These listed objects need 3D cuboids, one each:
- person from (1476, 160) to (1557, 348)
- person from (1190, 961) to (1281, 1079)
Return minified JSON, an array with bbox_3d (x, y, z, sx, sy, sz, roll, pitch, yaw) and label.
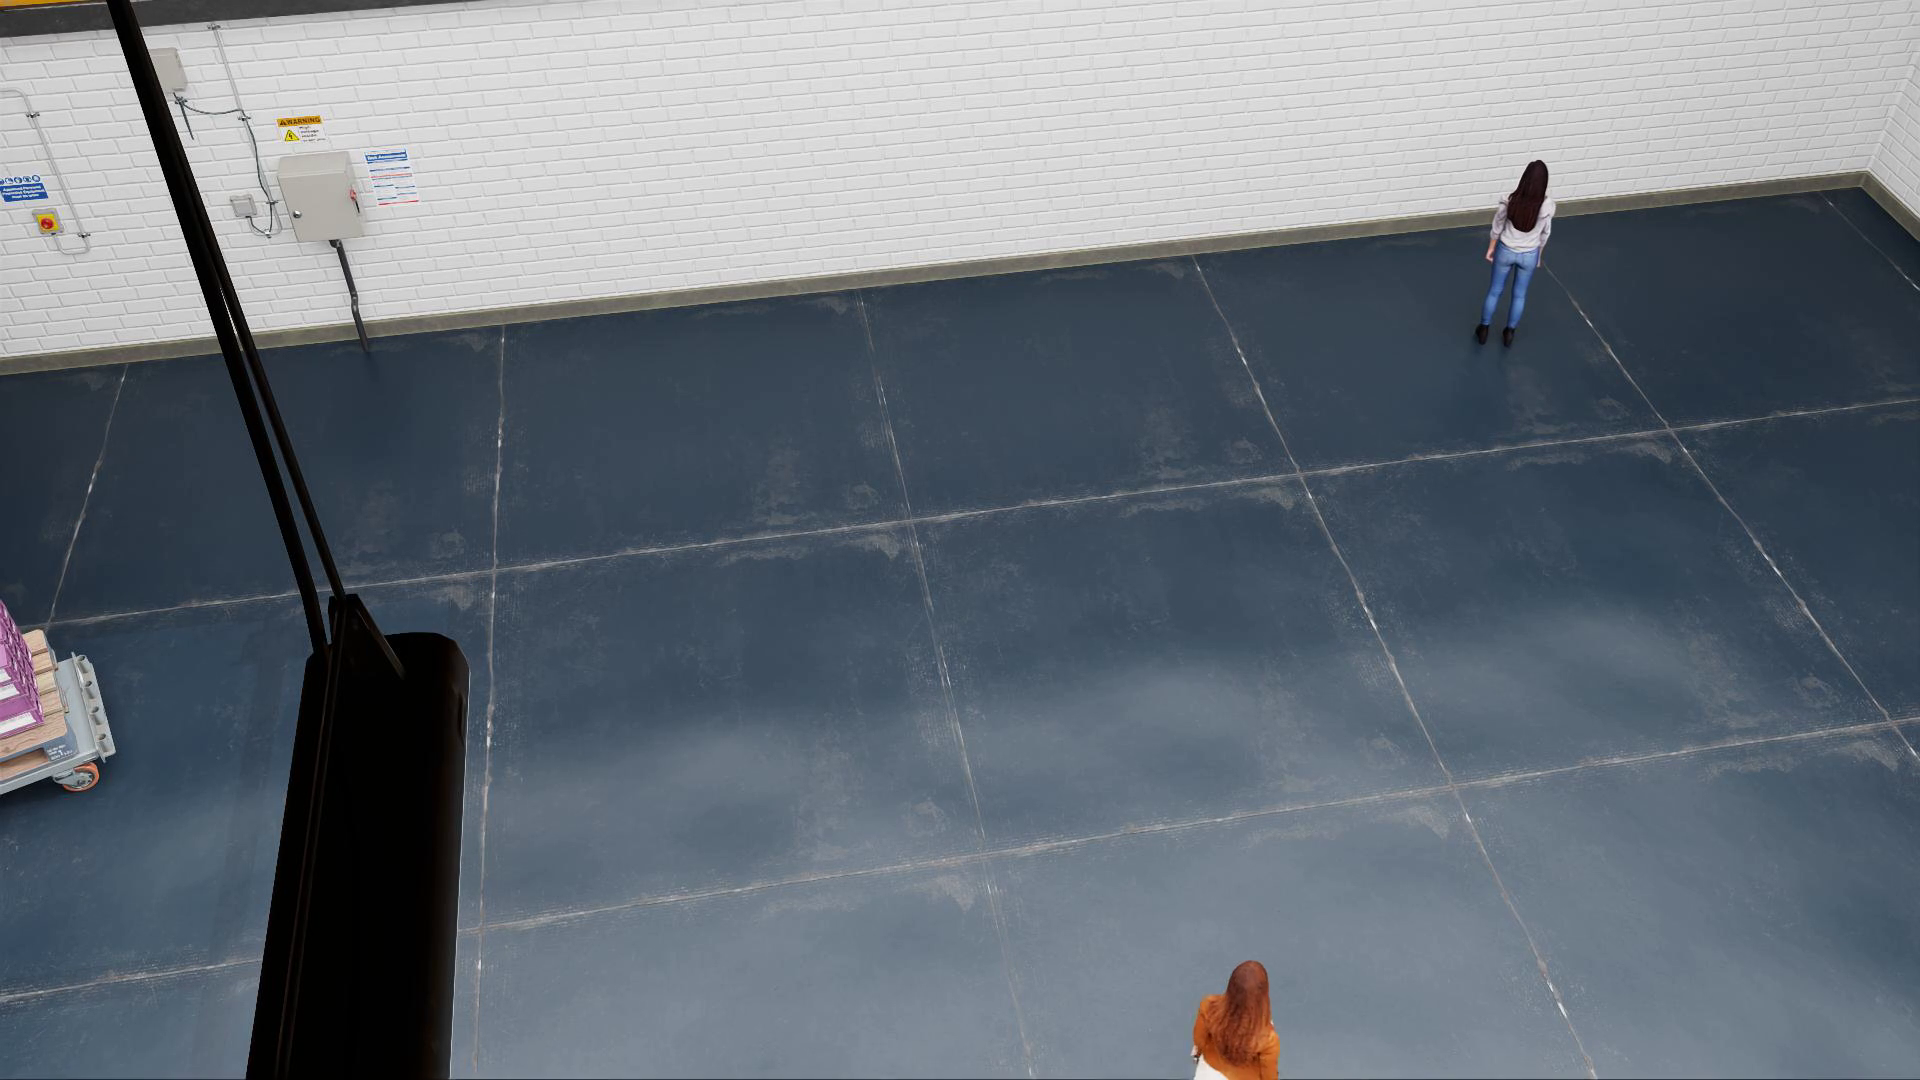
[{"bbox_3d":[4.423,-2.262,13.203,0.666,1.630,0.659,11,45,12],"label":"person"},{"bbox_3d":[1.276,2.642,7.997,0.827,1.710,0.887,29,51,27],"label":"person"}]
